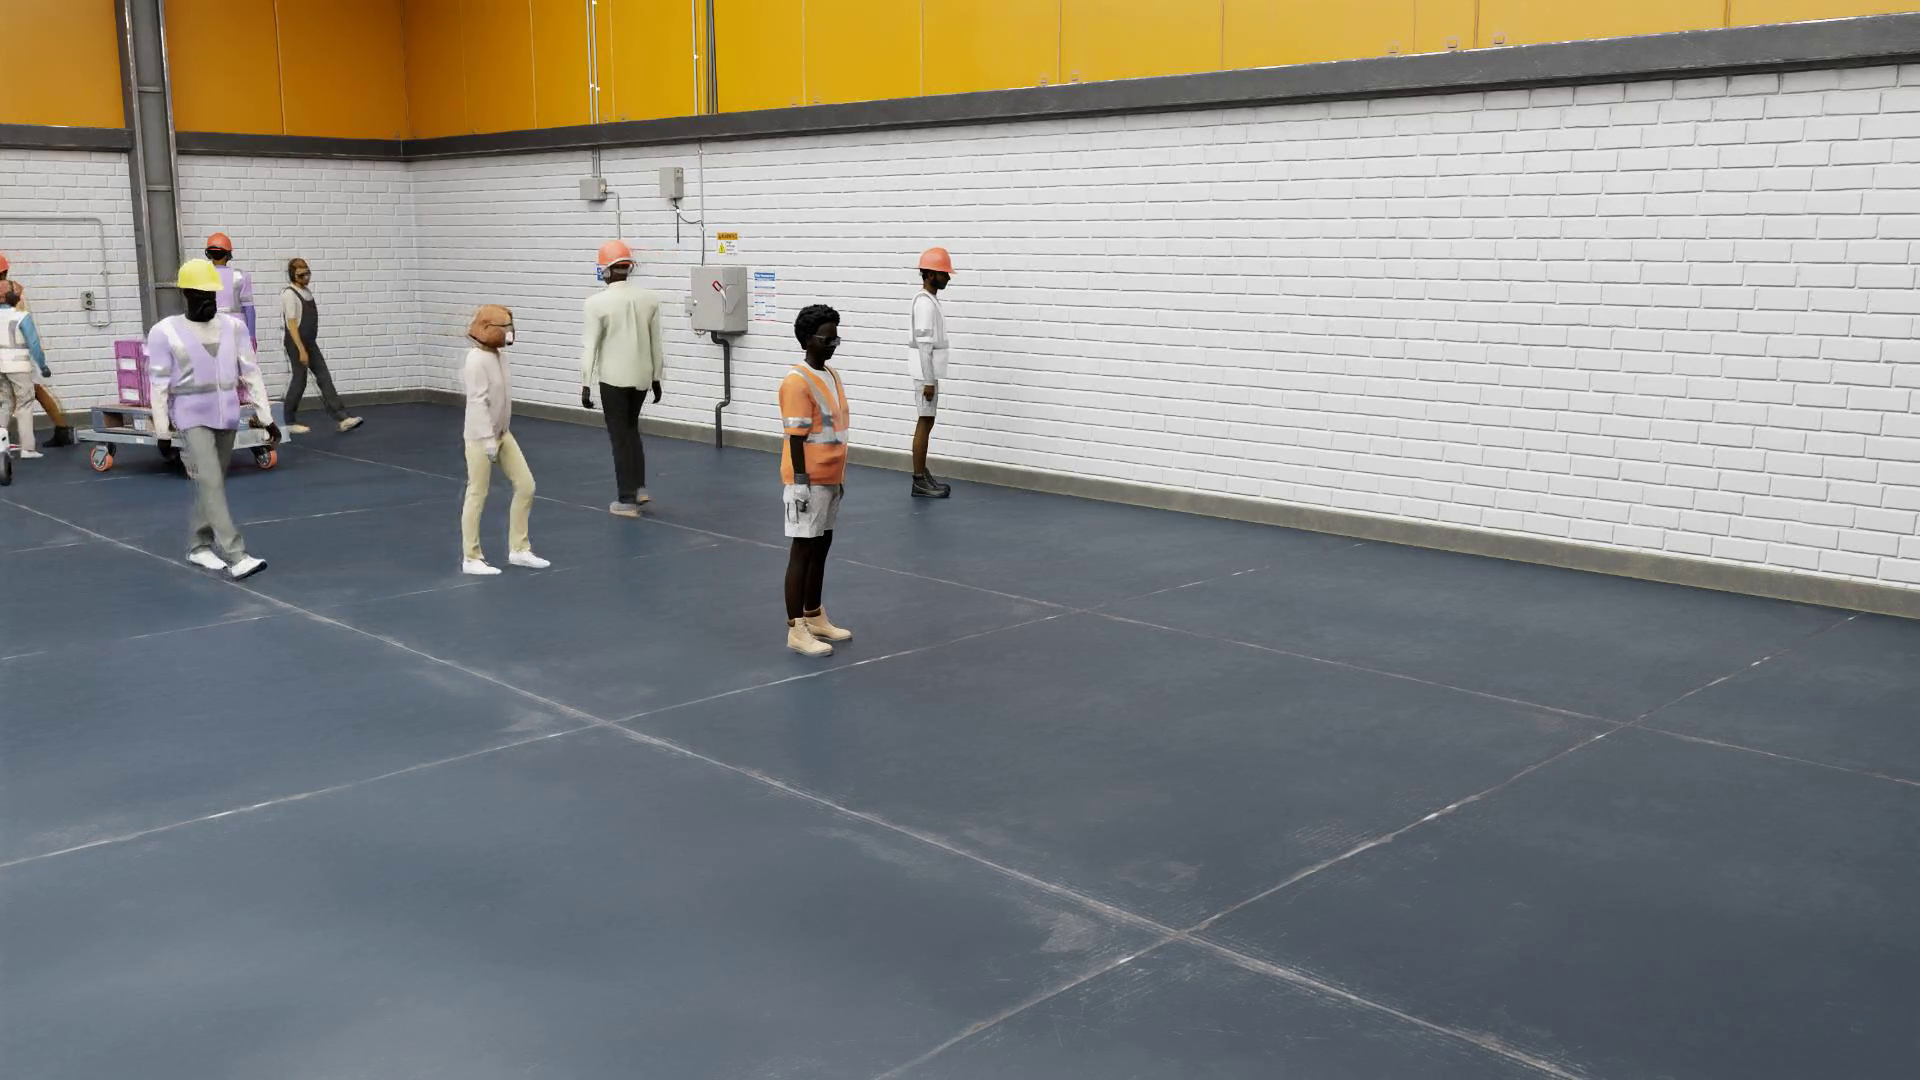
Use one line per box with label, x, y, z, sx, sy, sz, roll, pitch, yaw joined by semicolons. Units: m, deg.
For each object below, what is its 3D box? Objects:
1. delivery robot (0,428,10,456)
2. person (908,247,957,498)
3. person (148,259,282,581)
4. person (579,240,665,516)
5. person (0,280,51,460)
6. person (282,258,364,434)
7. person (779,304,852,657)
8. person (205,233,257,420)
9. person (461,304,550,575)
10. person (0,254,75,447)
delivery robot;-8.012;-0.776;13.576;0.477;0.478;0.707;-4;11;-20
person;-0.212;-1.289;12.887;0.380;1.930;0.543;0;10;0
person;-4.392;-0.703;9.823;0.992;1.879;0.607;7;12;33
person;-2.483;-1.164;12.043;0.517;1.980;0.644;10;14;43
person;-8.506;-1.524;14.982;0.543;1.628;0.423;2;11;11
person;-6.569;-1.949;16.866;0.876;1.784;0.559;1;10;3
person;-0.697;-0.295;8.091;0.316;1.695;0.541;3;11;16
person;-7.578;-2.132;17.163;0.605;2.045;0.377;-3;11;-14
person;-2.730;-0.582;9.895;0.602;1.615;0.520;2;11;13
person;-8.896;-1.758;15.618;0.987;1.870;0.662;-5;12;-26
